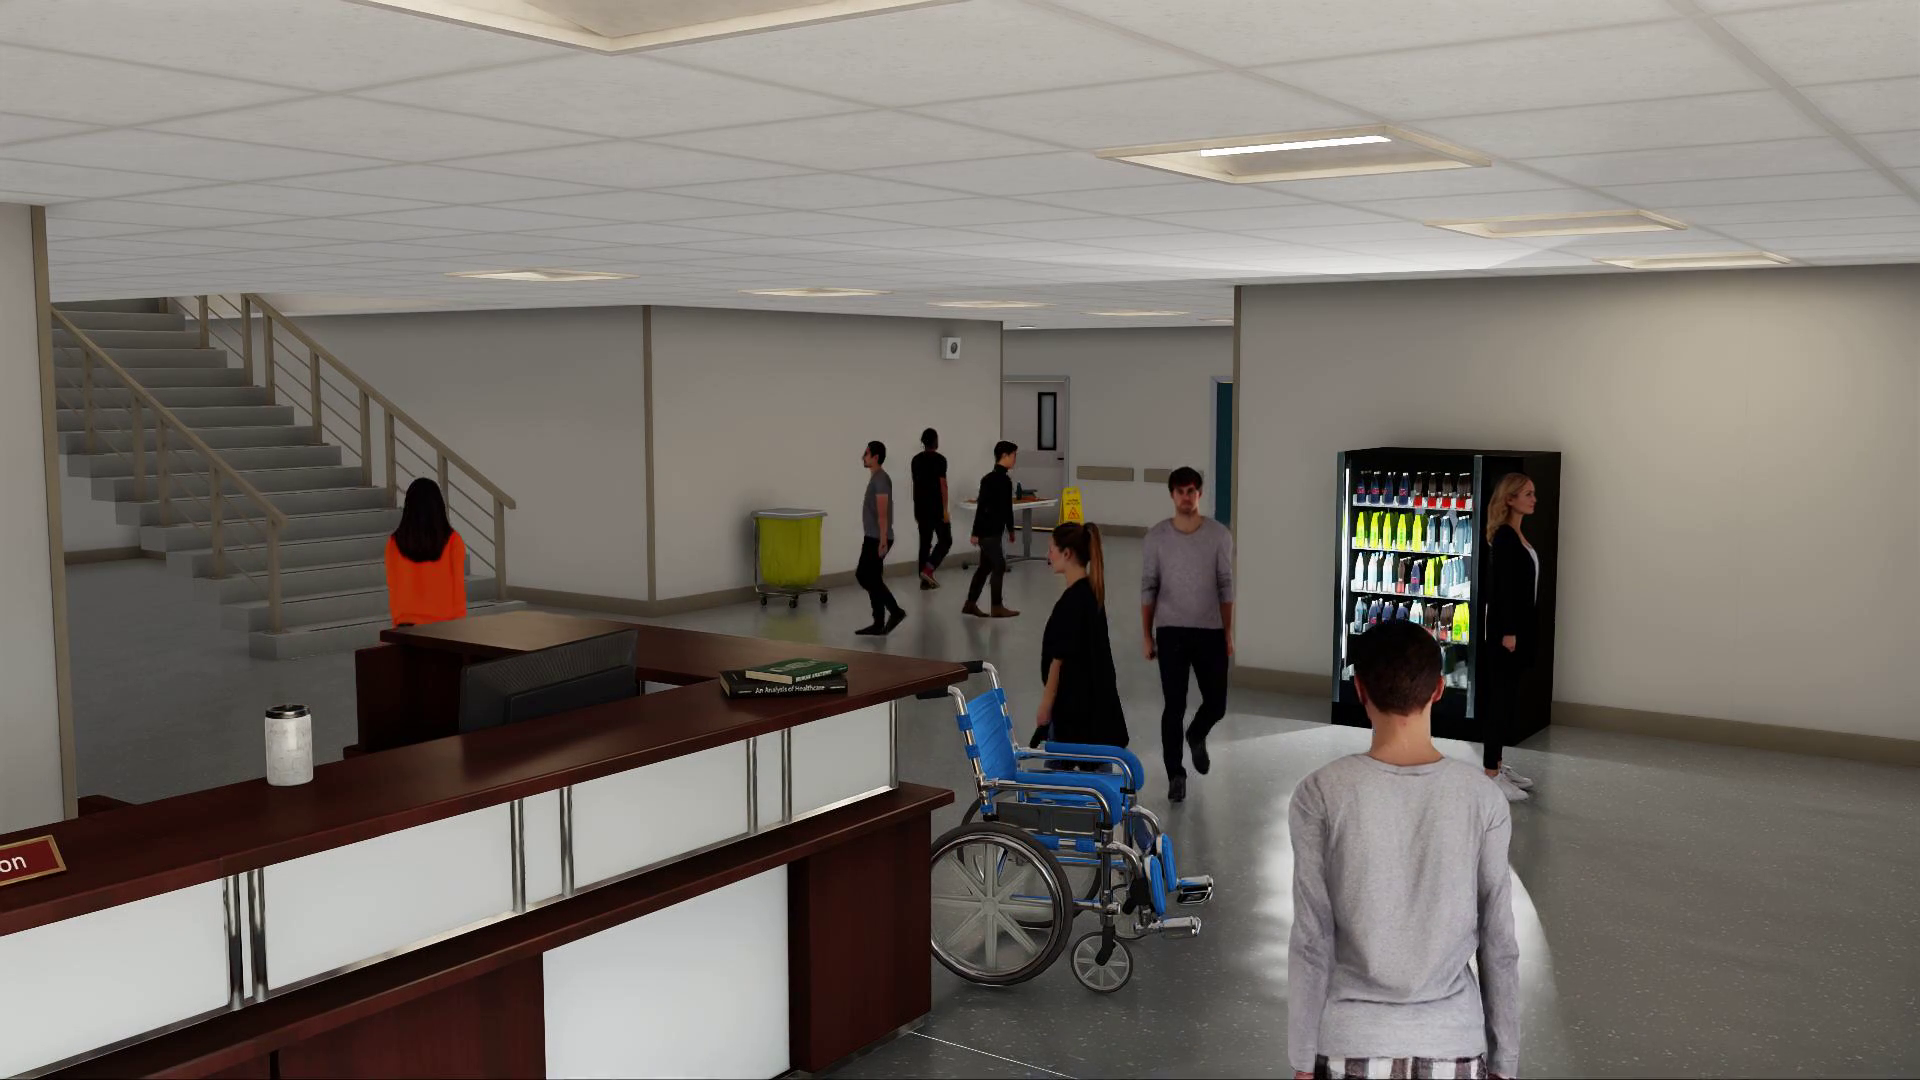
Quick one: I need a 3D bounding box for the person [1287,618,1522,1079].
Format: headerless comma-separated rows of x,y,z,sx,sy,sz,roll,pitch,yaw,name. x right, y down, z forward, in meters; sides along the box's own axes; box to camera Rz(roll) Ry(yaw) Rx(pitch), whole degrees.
0.900,1.109,3.395,1.022,1.808,0.971,1,6,10,person

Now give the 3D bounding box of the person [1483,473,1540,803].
3.045,0.524,9.242,0.563,1.801,0.642,3,6,25,person

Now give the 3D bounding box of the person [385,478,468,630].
-3.100,0.524,9.635,0.993,1.724,1.021,0,6,-4,person

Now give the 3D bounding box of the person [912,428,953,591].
-0.358,-0.312,17.838,0.598,1.745,0.697,4,7,36,person

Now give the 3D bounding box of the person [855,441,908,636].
-0.659,0.001,14.751,0.866,1.740,0.806,-1,6,-11,person

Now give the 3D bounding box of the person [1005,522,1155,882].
0.637,0.772,7.537,1.087,1.650,0.836,2,6,18,person

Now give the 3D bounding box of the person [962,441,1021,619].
0.221,-0.087,15.854,0.930,1.693,0.785,3,6,27,person

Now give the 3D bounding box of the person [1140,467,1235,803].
1.267,0.512,9.236,0.929,1.826,0.965,0,6,1,person
